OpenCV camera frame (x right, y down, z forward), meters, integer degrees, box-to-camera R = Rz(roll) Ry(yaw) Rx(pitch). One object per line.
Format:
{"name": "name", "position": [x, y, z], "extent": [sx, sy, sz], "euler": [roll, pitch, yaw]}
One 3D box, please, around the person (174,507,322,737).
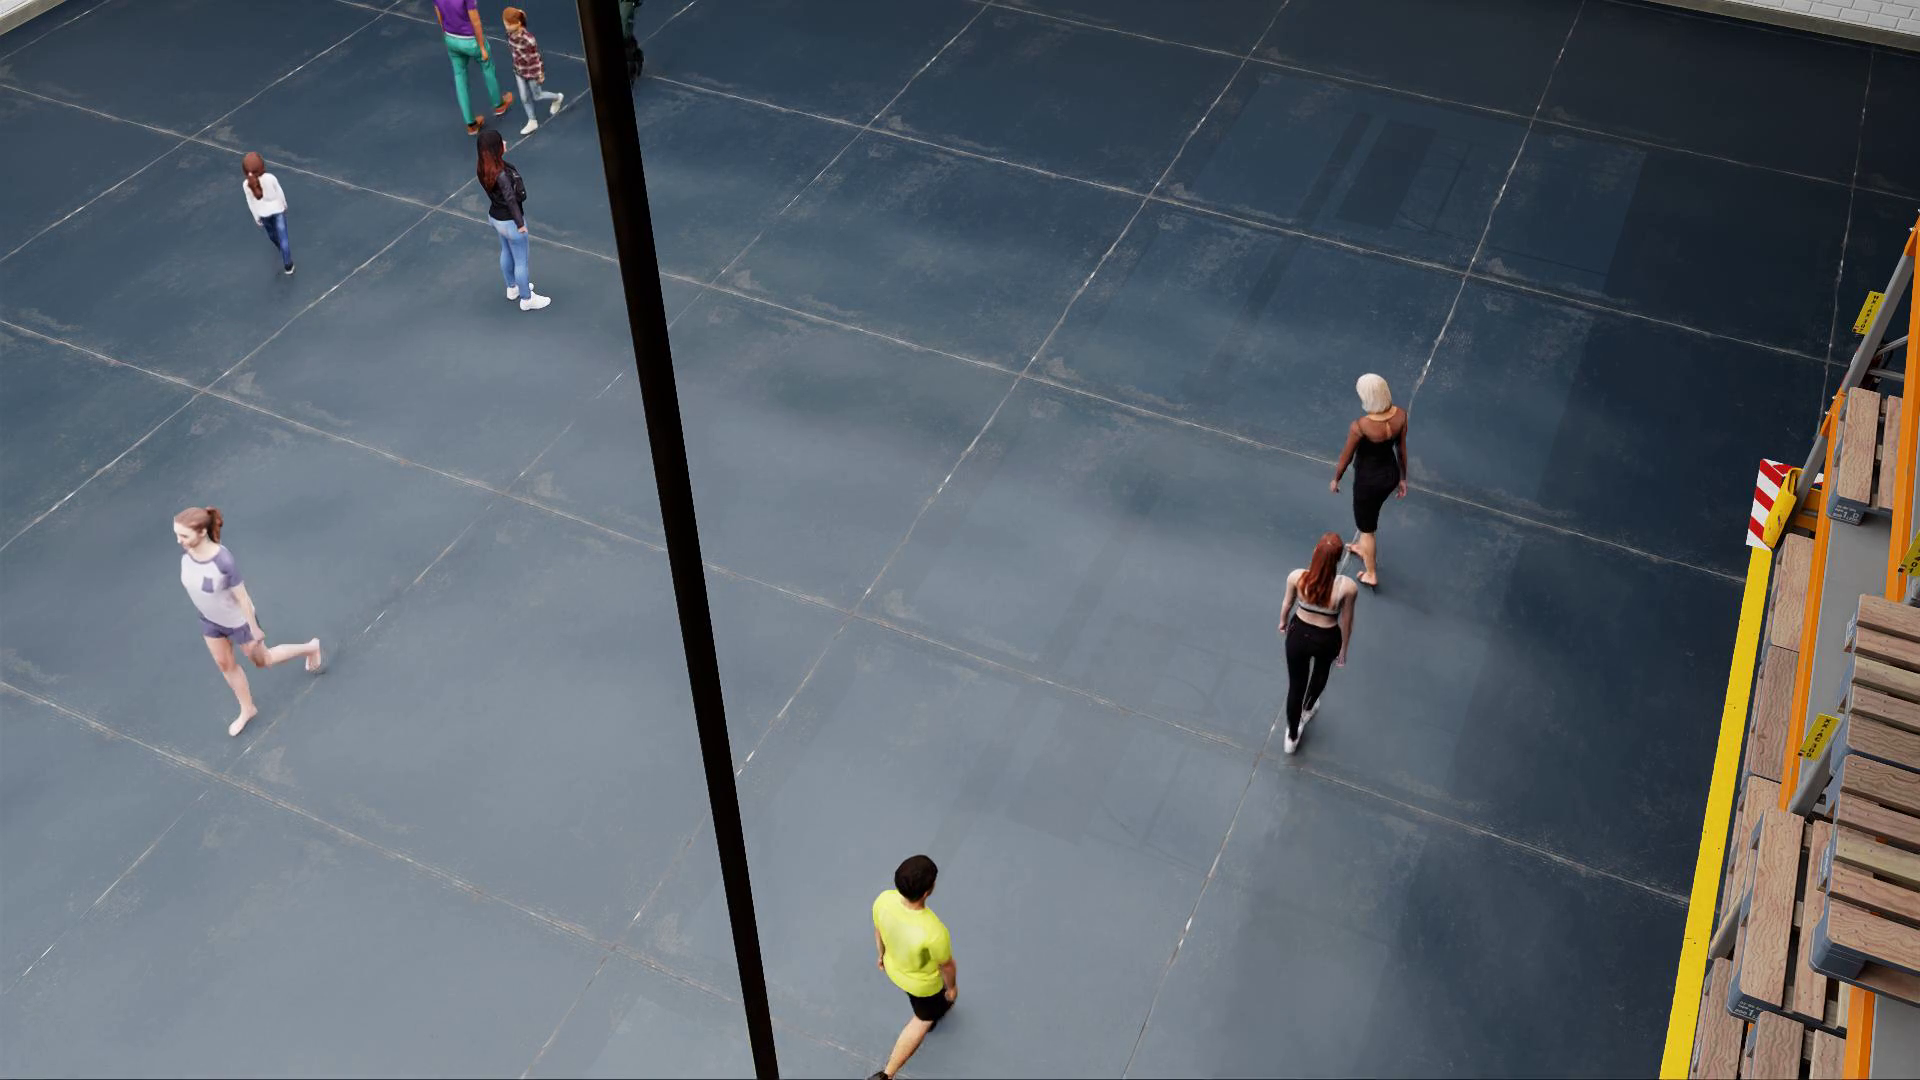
{"name": "person", "position": [-4.553, 0.438, 10.529], "extent": [0.591, 1.745, 0.994], "euler": [20, 47, 20]}

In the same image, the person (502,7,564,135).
{"name": "person", "position": [-4.157, -4.605, 16.160], "extent": [0.589, 1.280, 0.818], "euler": [24, 49, 23]}

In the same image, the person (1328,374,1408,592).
{"name": "person", "position": [2.876, -0.345, 11.387], "extent": [0.815, 1.695, 0.868], "euler": [-12, 45, -13]}

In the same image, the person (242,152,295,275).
{"name": "person", "position": [-5.986, -2.831, 14.439], "extent": [0.746, 1.086, 0.833], "euler": [-11, 45, -11]}

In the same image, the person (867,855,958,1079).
{"name": "person", "position": [-0.278, 2.271, 8.650], "extent": [0.806, 1.683, 1.102], "euler": [29, 51, 27]}

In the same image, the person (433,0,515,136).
{"name": "person", "position": [-4.784, -4.709, 15.929], "extent": [0.781, 1.749, 1.002], "euler": [9, 44, 9]}

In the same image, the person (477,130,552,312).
{"name": "person", "position": [-3.774, -2.681, 13.883], "extent": [0.712, 1.635, 0.719], "euler": [-29, 51, -27]}

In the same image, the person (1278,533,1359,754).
{"name": "person", "position": [2.157, 0.695, 10.269], "extent": [0.637, 1.731, 0.738], "euler": [14, 45, 14]}
